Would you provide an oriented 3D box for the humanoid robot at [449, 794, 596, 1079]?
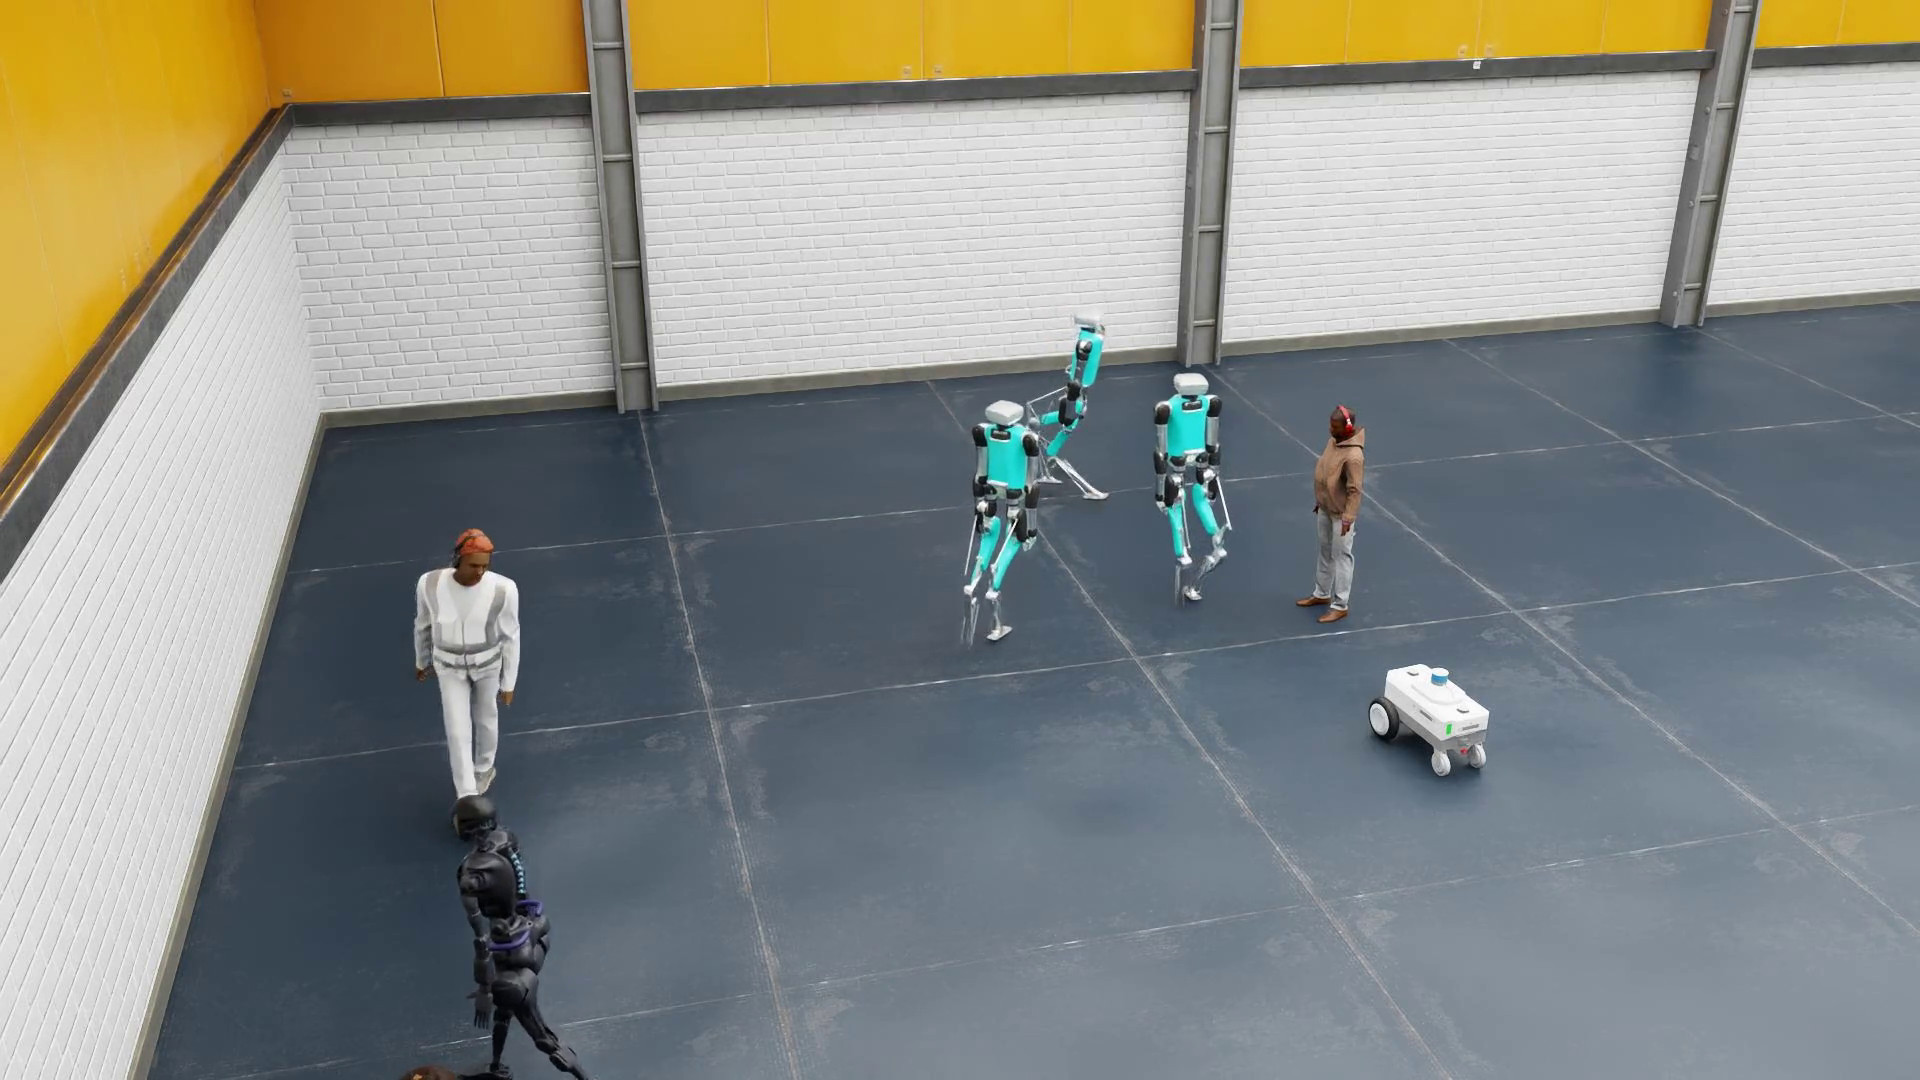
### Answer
[{"bbox_3d":[-1.981,1.857,7.484,0.790,1.635,0.608,2,24,6],"label":"humanoid robot"}]

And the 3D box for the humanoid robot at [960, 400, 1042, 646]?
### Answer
[{"bbox_3d":[0.194,0.010,11.660,0.551,1.896,0.742,16,28,31],"label":"humanoid robot"}]

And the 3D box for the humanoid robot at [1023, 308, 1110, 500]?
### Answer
[{"bbox_3d":[0.841,-1.128,14.084,0.955,1.742,0.560,8,25,17],"label":"humanoid robot"}]

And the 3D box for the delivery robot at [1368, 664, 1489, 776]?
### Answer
[{"bbox_3d":[2.990,1.092,10.549,0.499,0.614,0.791,-9,25,-19],"label":"delivery robot"}]

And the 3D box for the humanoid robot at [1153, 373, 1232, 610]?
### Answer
[{"bbox_3d":[1.743,-0.245,12.238,0.538,1.902,0.698,-8,25,-18],"label":"humanoid robot"}]

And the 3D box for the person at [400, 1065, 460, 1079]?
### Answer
[{"bbox_3d":[-1.690,2.525,5.765,0.384,1.770,0.467,-9,25,-19],"label":"person"}]

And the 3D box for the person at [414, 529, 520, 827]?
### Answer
[{"bbox_3d":[-2.845,0.793,9.620,0.652,1.825,0.903,-5,24,-11],"label":"person"}]

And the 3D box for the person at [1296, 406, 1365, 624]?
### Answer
[{"bbox_3d":[2.748,-0.201,12.100,0.336,1.648,0.456,-8,25,-17],"label":"person"}]
